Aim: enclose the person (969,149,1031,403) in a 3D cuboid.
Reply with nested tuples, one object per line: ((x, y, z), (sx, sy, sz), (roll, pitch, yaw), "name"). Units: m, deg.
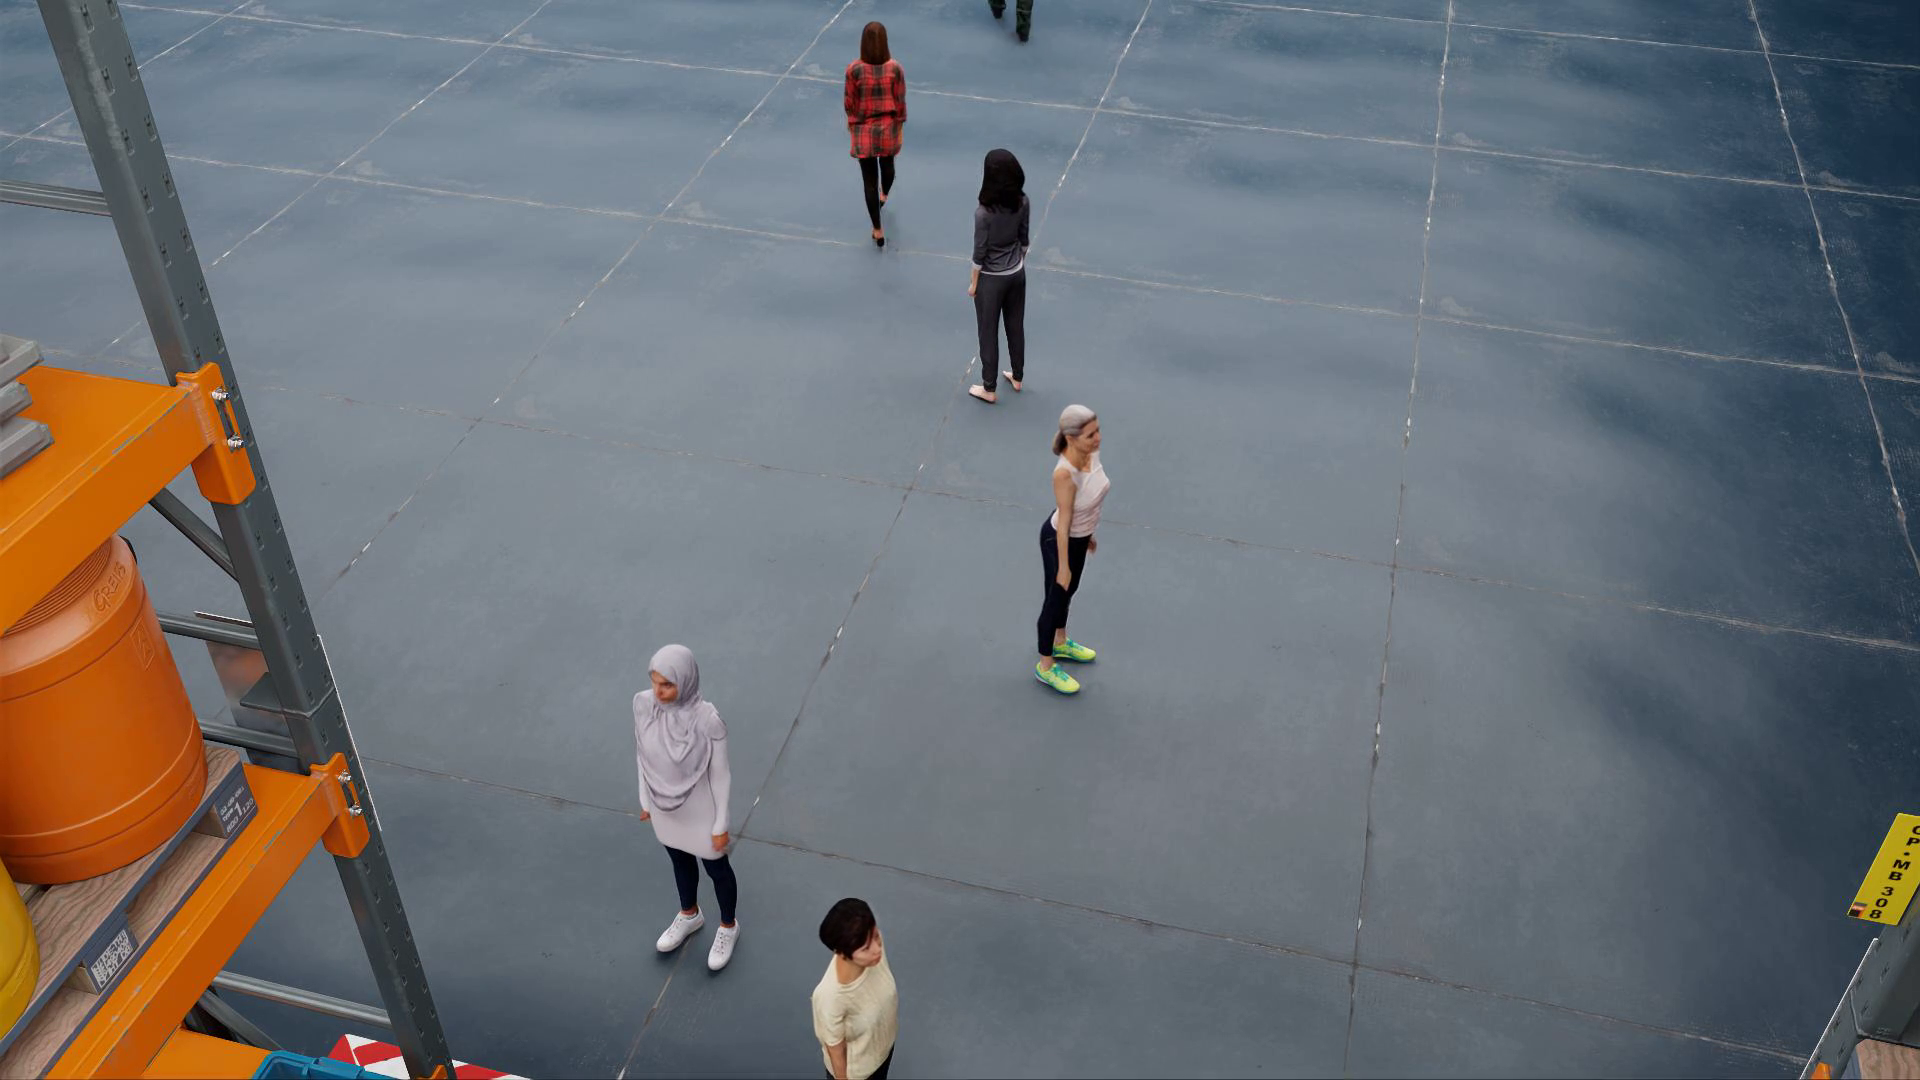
((0.264, -1.713, 10.830), (0.647, 1.765, 0.727), (-24, 44, -27), "person")

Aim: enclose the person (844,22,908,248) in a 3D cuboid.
((-0.639, -3.036, 12.609), (0.904, 1.655, 1.157), (-6, 38, -7), "person")

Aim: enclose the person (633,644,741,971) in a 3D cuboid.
((-1.166, 1.144, 7.169), (0.643, 1.776, 0.575), (16, 41, 19), "person")

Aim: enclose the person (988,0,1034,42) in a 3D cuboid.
((0.555, -5.724, 15.883), (0.994, 1.855, 1.251), (-6, 38, -7), "person")

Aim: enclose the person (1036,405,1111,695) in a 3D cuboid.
((0.560, 0.016, 8.671), (0.684, 1.701, 0.521), (15, 41, 19), "person")

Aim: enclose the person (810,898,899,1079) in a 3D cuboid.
((-0.381, 1.934, 6.312), (0.686, 1.588, 0.474), (16, 41, 20), "person")
